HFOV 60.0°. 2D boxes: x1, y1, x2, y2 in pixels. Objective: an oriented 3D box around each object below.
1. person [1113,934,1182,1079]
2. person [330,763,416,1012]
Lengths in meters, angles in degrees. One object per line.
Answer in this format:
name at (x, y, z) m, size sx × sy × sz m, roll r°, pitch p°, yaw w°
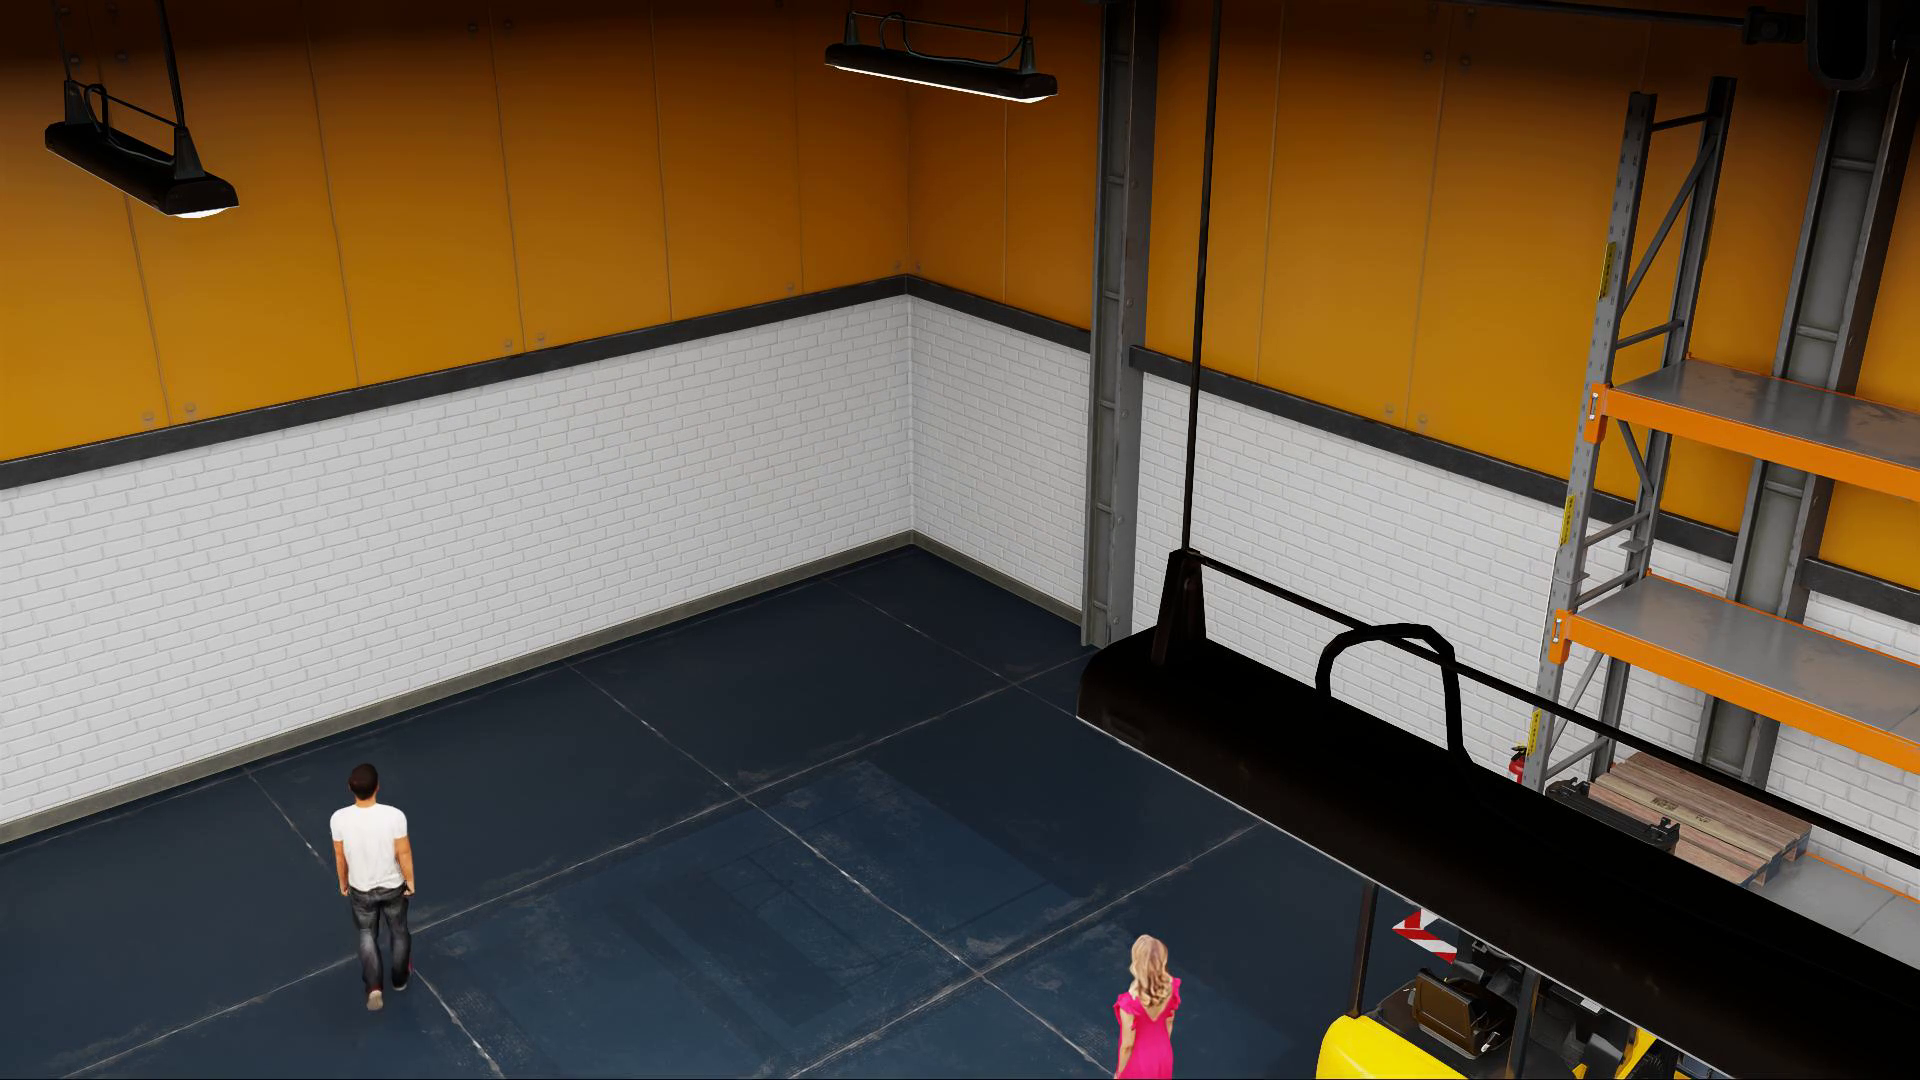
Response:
person at (1.069, 2.997, 9.524) m, size 0.578 × 1.729 × 0.552 m, roll -16°, pitch 28°, yaw -32°
person at (-3.874, 2.320, 11.001) m, size 0.887 × 1.787 × 1.031 m, roll -5°, pitch 24°, yaw -11°
